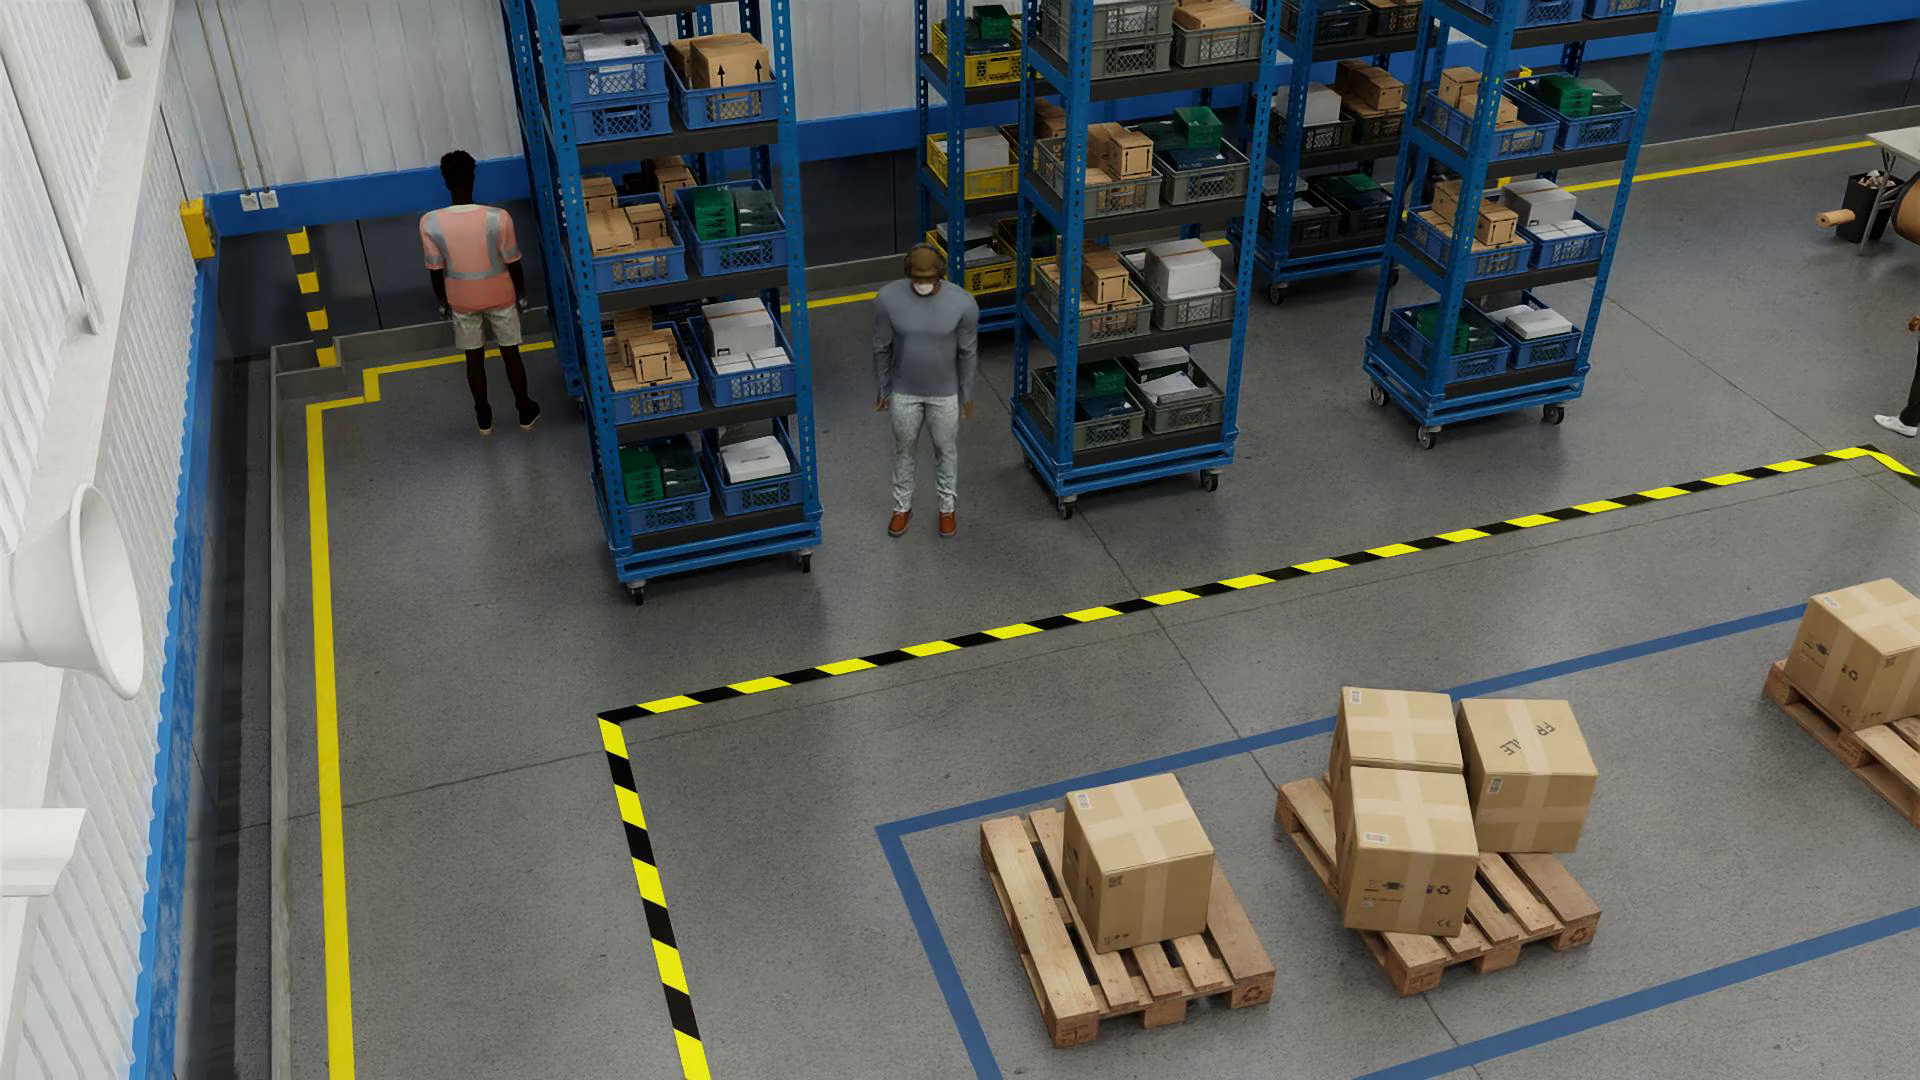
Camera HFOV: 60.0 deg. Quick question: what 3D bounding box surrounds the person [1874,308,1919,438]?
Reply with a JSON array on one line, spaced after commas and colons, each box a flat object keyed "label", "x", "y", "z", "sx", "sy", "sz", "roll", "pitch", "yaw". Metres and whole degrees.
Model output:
[{"label": "person", "x": 6.474, "y": -1.535, "z": 10.862, "sx": 0.587, "sy": 1.848, "sz": 0.397, "roll": -12, "pitch": 37, "yaw": -16}]

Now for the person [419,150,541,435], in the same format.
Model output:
[{"label": "person", "x": -3.118, "y": -1.590, "z": 10.838, "sx": 0.602, "sy": 1.966, "sz": 0.368, "roll": -5, "pitch": 35, "yaw": -7}]

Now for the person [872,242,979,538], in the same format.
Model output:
[{"label": "person", "x": -0.208, "y": -0.879, "z": 9.874, "sx": 0.635, "sy": 1.945, "sz": 0.442, "roll": 3, "pitch": 35, "yaw": 4}]

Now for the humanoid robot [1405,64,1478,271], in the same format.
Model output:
[{"label": "humanoid robot", "x": 3.753, "y": -2.845, "z": 12.876, "sx": 0.594, "sy": 1.646, "sz": 0.395, "roll": -4, "pitch": 35, "yaw": -5}]
